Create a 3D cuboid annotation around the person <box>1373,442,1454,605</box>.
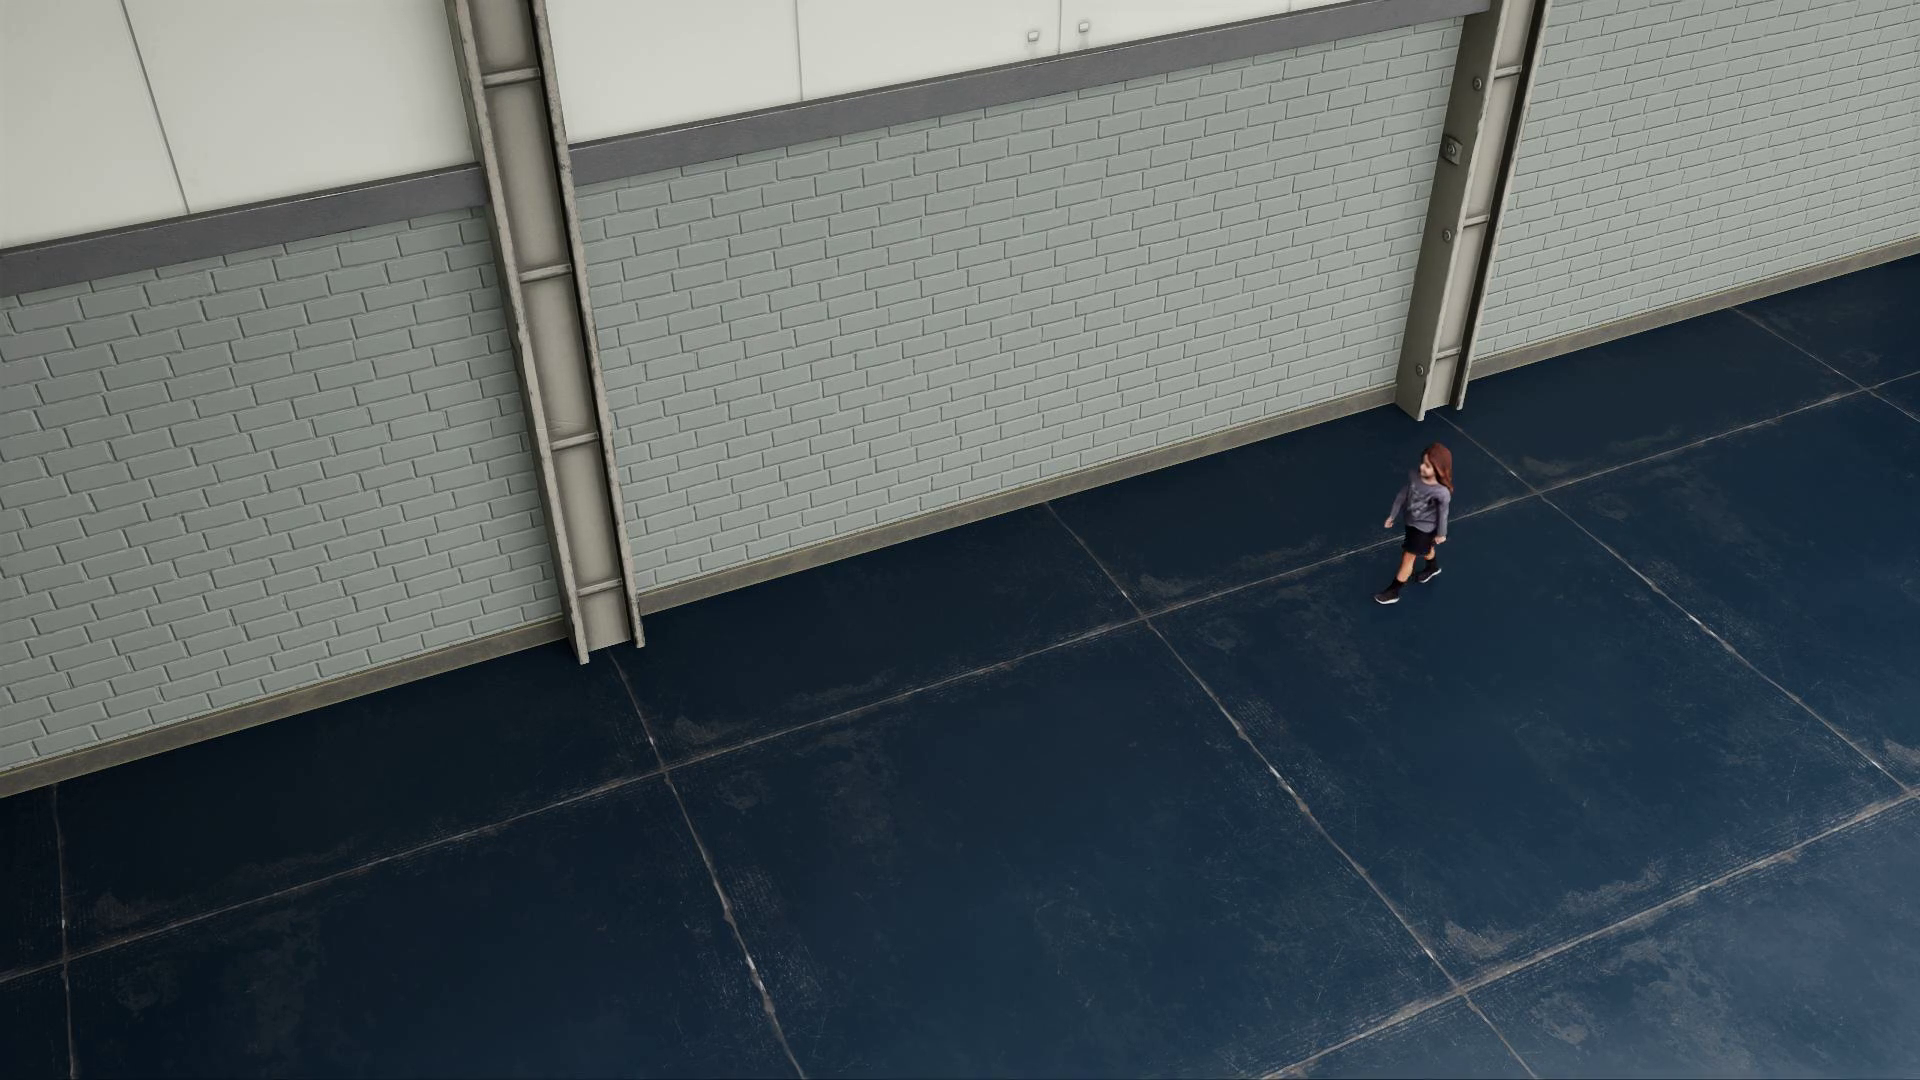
[{"bbox_3d":[2.792,-0.131,9.912,0.764,1.082,0.471,-17,41,-21],"label":"person"}]
